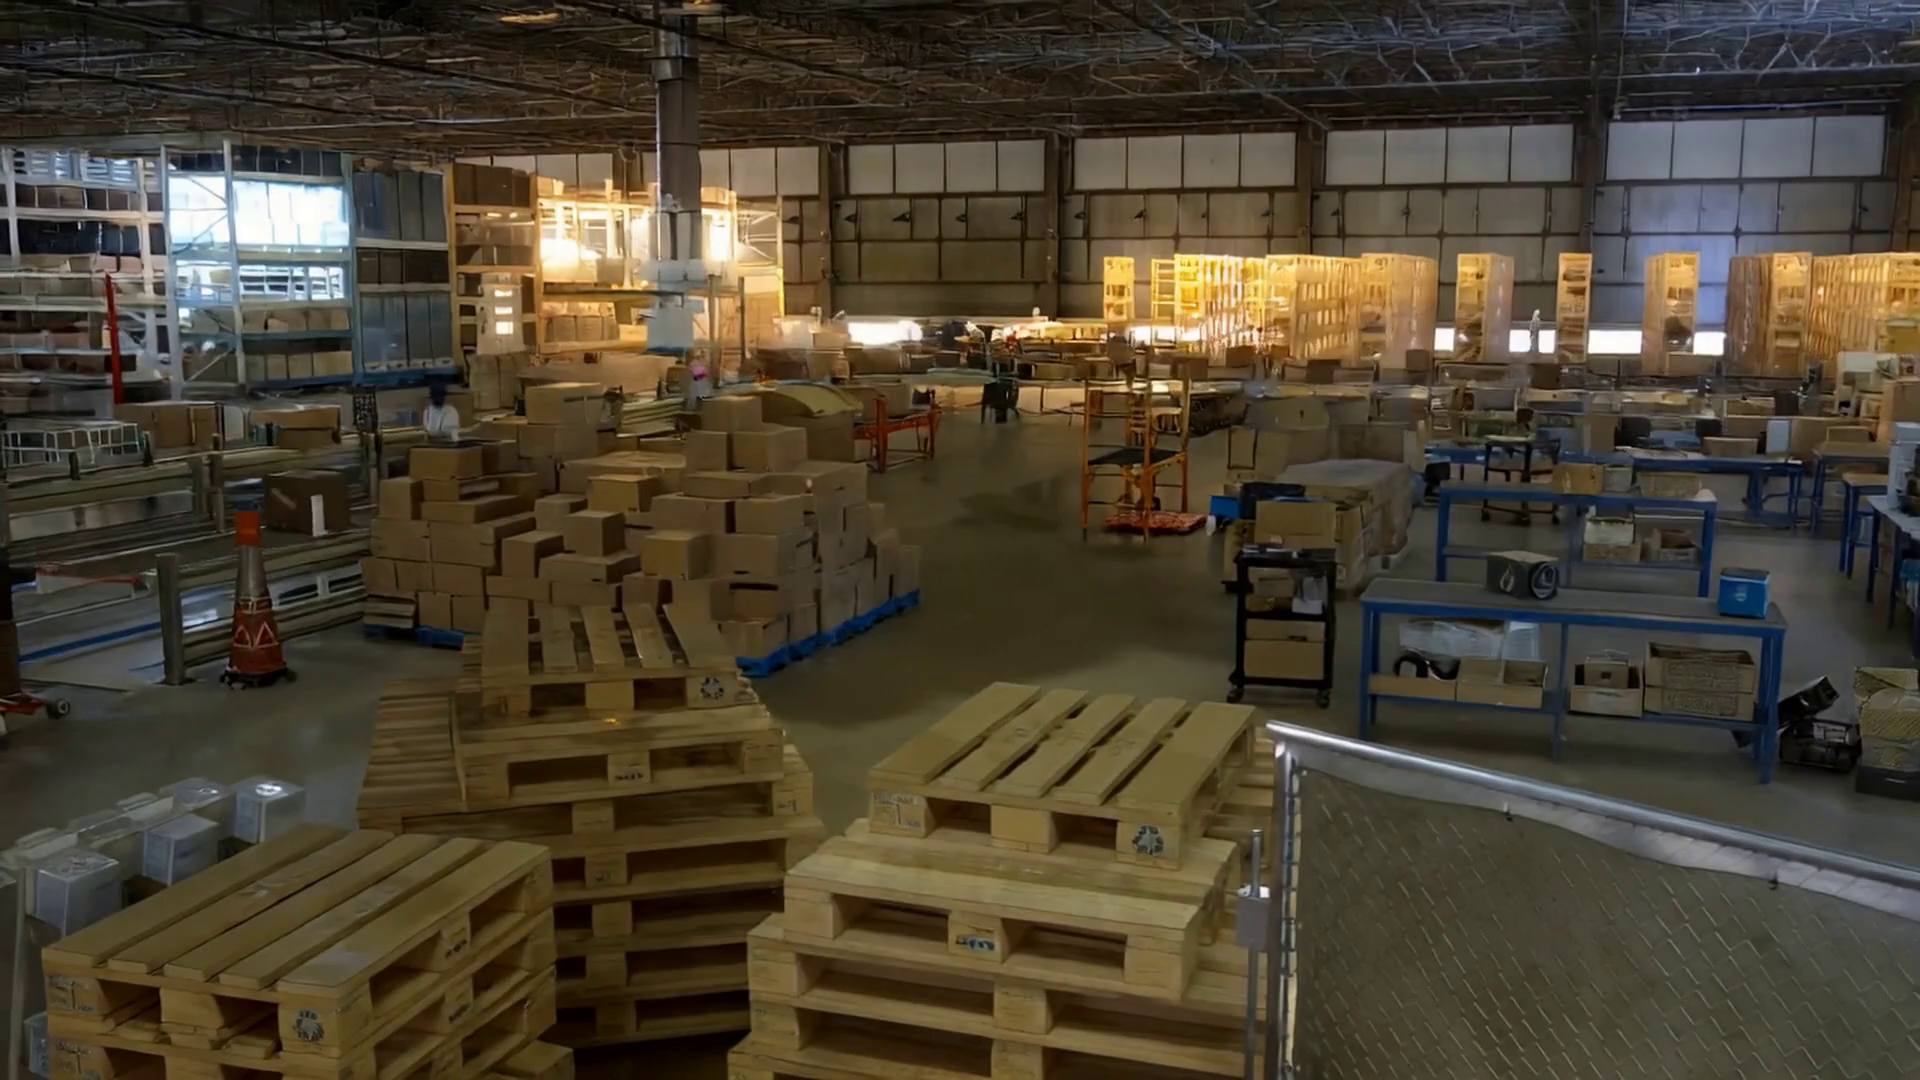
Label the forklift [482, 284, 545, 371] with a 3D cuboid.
[{"bbox_3d":[-10.832,-4.702,39.610,1.129,2.768,1.873,3,10,20],"label":"forklift"}]

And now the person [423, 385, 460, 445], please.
[{"bbox_3d":[-6.566,-1.159,21.173,0.537,1.665,0.836,4,10,26],"label":"person"}]

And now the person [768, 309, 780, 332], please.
[{"bbox_3d":[-6.994,-7.772,62.384,0.533,1.765,0.322,6,11,32],"label":"person"}]

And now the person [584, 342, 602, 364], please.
[{"bbox_3d":[-9.648,-4.818,43.450,0.650,1.882,1.034,6,11,34],"label":"person"}]

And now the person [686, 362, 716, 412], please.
[{"bbox_3d":[-3.838,-1.812,25.009,0.534,1.744,0.626,5,11,31],"label":"person"}]

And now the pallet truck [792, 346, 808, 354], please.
[{"bbox_3d":[-3.705,-4.298,42.022,0.653,1.274,1.630,3,10,20],"label":"pallet truck"}]

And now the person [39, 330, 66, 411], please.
[{"bbox_3d":[-18.883,-3.413,34.602,0.530,1.896,0.669,6,11,32],"label":"person"}]

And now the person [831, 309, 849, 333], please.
[{"bbox_3d":[-3.808,-6.309,52.601,0.624,1.962,0.629,2,9,14],"label":"person"}]

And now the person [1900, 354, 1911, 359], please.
[{"bbox_3d":[21.716,-3.966,38.443,0.947,1.781,0.615,5,10,27],"label":"person"}]

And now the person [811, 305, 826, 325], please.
[{"bbox_3d":[-5.132,-7.589,60.663,0.618,1.943,0.396,-6,11,-32],"label":"person"}]

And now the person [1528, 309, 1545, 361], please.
[{"bbox_3d":[20.516,-7.265,59.010,0.753,1.817,0.610,3,9,16],"label":"person"}]

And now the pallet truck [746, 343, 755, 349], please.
[{"bbox_3d":[-6.183,-4.618,44.264,1.601,1.201,0.680,-9,12,-43],"label":"pallet truck"}]
